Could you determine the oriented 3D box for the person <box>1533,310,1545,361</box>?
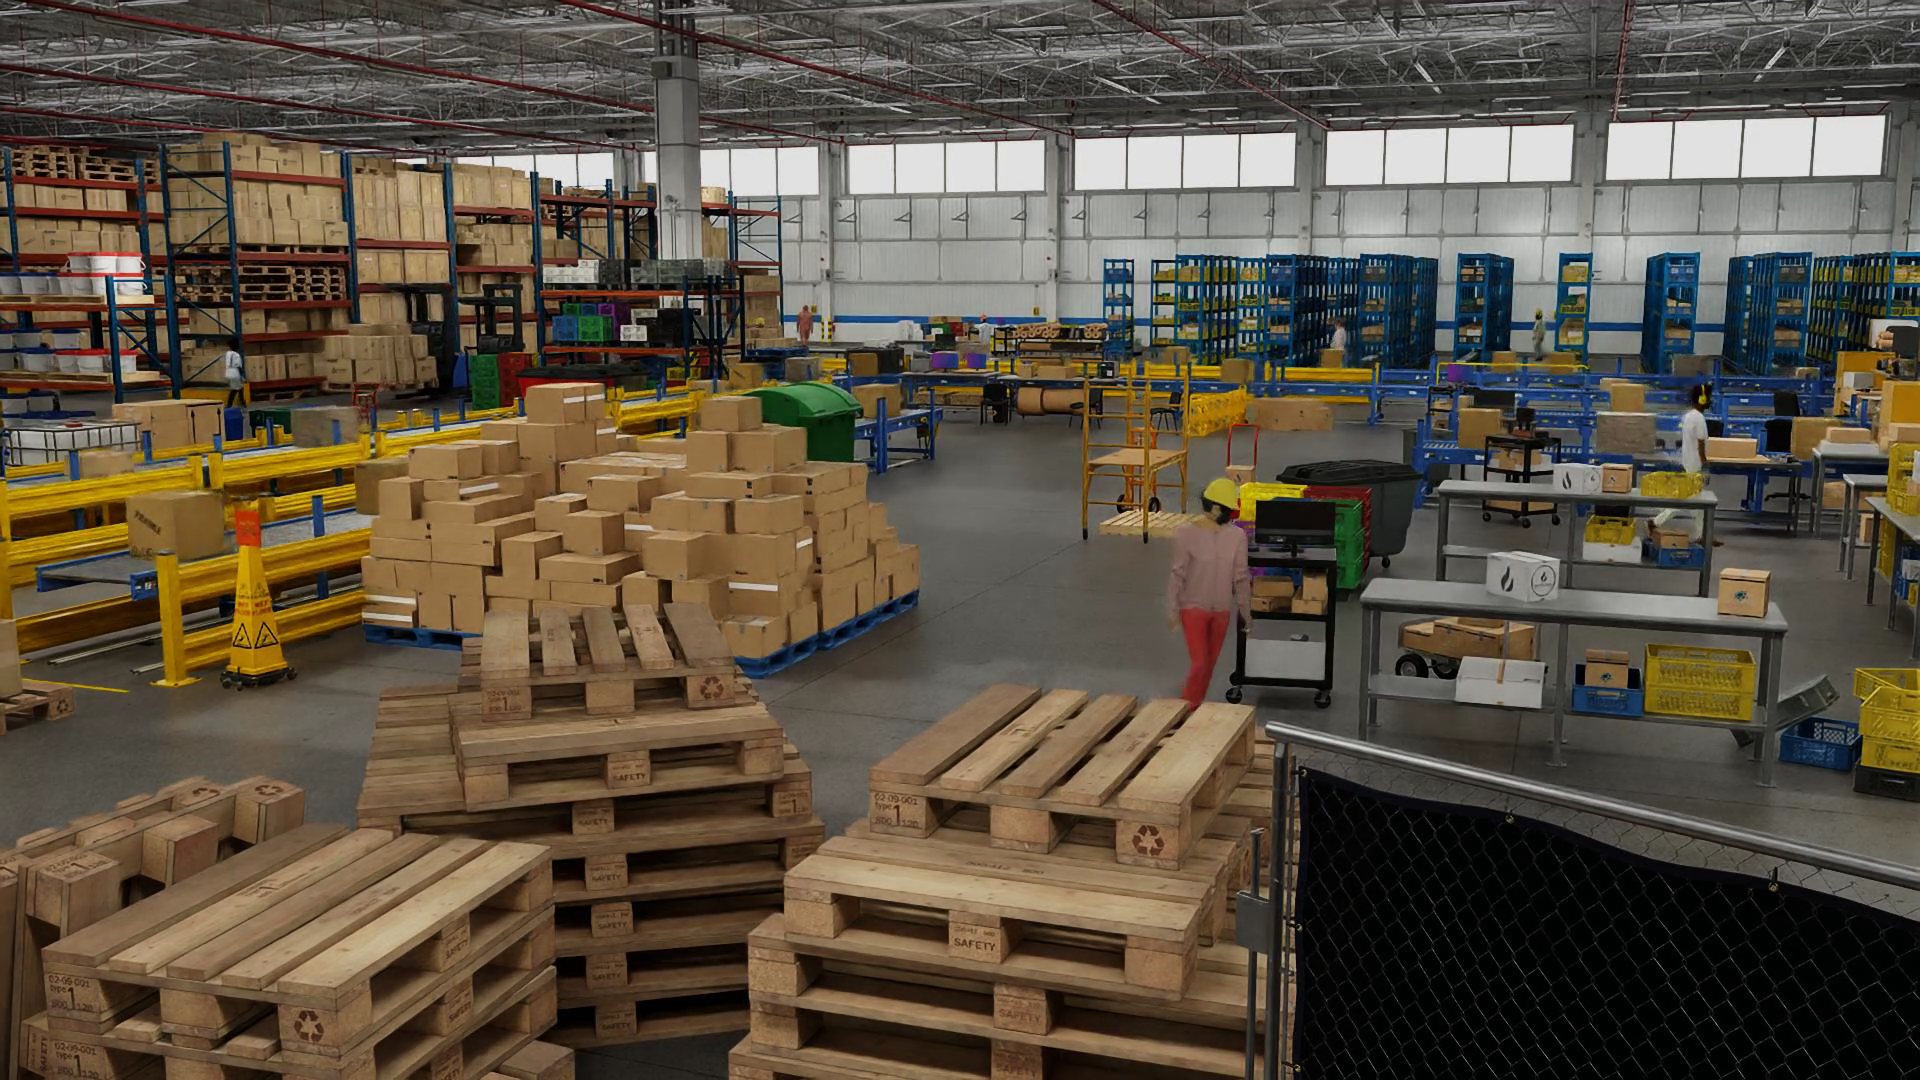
[{"bbox_3d":[20.326,-7.180,58.494,0.464,1.813,0.608,1,9,7],"label":"person"}]

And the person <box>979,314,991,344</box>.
[{"bbox_3d":[0.791,-6.554,54.783,0.339,1.747,0.563,7,12,39],"label":"person"}]

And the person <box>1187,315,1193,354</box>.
[{"bbox_3d":[7.241,-6.154,52.106,0.936,1.808,0.581,1,9,5],"label":"person"}]

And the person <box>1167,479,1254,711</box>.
[{"bbox_3d":[1.618,0.468,10.746,0.534,1.731,0.612,-3,10,-21],"label":"person"}]

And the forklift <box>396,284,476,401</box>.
[{"bbox_3d":[-12.764,-4.857,40.585,1.129,2.768,1.873,3,10,20],"label":"forklift"}]

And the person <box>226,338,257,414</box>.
[{"bbox_3d":[-15.615,-3.535,36.083,0.786,1.664,0.549,-8,12,-39],"label":"person"}]

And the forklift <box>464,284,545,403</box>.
[{"bbox_3d":[-10.832,-4.702,39.610,1.129,2.768,1.873,3,10,20],"label":"forklift"}]

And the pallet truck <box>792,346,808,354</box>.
[{"bbox_3d":[-3.705,-4.298,42.022,0.653,1.274,1.630,3,10,20],"label":"pallet truck"}]

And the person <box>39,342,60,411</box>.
[{"bbox_3d":[-18.658,-3.195,33.913,0.681,1.676,0.541,5,10,28],"label":"person"}]

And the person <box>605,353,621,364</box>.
[{"bbox_3d":[-7.896,-3.972,37.989,0.443,1.929,0.646,-5,10,-27],"label":"person"}]

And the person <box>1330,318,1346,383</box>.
[{"bbox_3d":[10.091,-4.969,44.357,0.451,1.899,0.661,3,10,21],"label":"person"}]

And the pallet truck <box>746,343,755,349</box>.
[{"bbox_3d":[-6.183,-4.618,44.264,1.601,1.201,0.680,-9,12,-43],"label":"pallet truck"}]

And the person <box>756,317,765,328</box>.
[{"bbox_3d":[-5.908,-5.626,48.777,0.699,1.813,0.599,4,10,25],"label":"person"}]

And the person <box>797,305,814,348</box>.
[{"bbox_3d":[-6.111,-8.370,65.789,0.659,1.881,0.653,-2,9,-11],"label":"person"}]

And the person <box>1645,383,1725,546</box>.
[{"bbox_3d":[8.138,-0.828,18.543,0.801,1.840,0.516,2,9,15],"label":"person"}]
